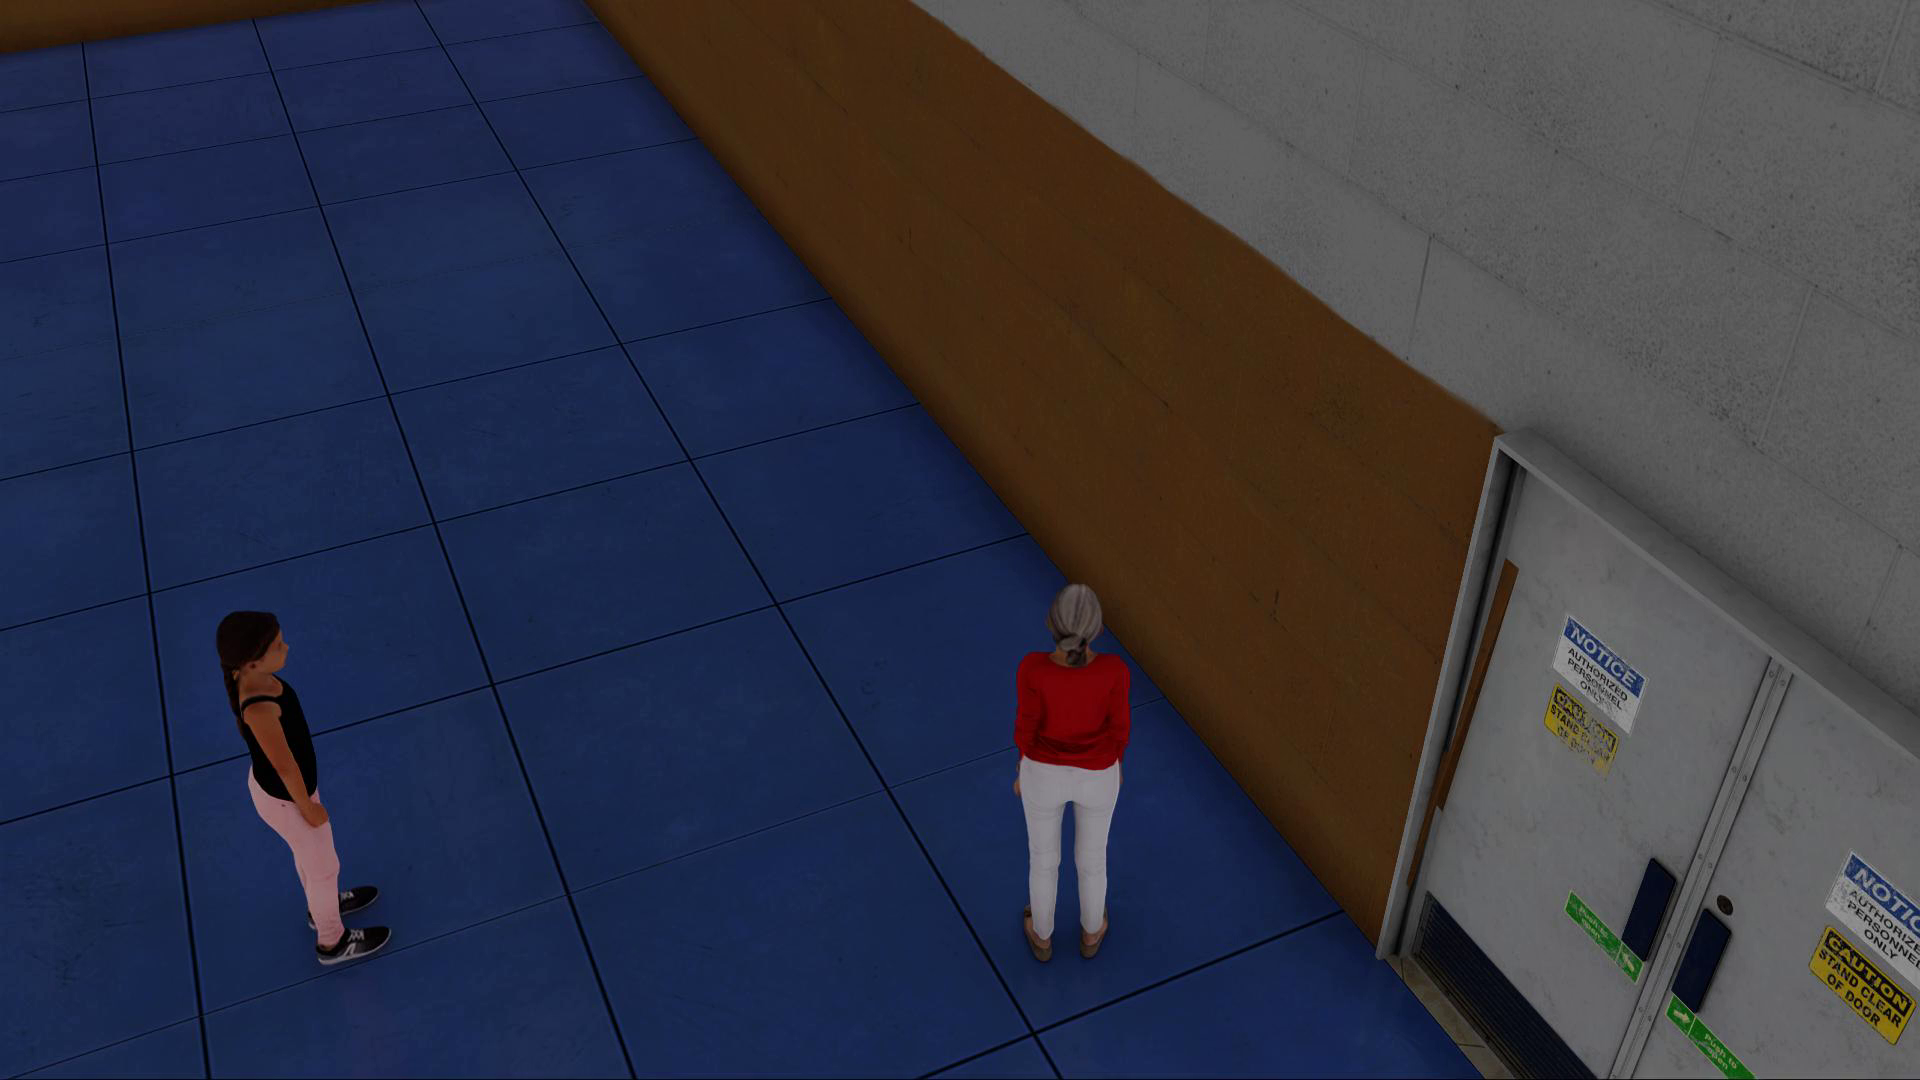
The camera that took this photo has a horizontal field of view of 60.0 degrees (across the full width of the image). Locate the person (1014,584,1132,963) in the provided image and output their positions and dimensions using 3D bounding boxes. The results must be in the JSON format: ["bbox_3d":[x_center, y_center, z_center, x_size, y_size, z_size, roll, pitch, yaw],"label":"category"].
[{"bbox_3d":[0.378,0.820,5.718,0.605,1.693,0.696,0,37,0],"label":"person"}]

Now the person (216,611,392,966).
[{"bbox_3d":[-2.327,0.866,5.766,0.540,1.562,0.537,-20,41,-24],"label":"person"}]
